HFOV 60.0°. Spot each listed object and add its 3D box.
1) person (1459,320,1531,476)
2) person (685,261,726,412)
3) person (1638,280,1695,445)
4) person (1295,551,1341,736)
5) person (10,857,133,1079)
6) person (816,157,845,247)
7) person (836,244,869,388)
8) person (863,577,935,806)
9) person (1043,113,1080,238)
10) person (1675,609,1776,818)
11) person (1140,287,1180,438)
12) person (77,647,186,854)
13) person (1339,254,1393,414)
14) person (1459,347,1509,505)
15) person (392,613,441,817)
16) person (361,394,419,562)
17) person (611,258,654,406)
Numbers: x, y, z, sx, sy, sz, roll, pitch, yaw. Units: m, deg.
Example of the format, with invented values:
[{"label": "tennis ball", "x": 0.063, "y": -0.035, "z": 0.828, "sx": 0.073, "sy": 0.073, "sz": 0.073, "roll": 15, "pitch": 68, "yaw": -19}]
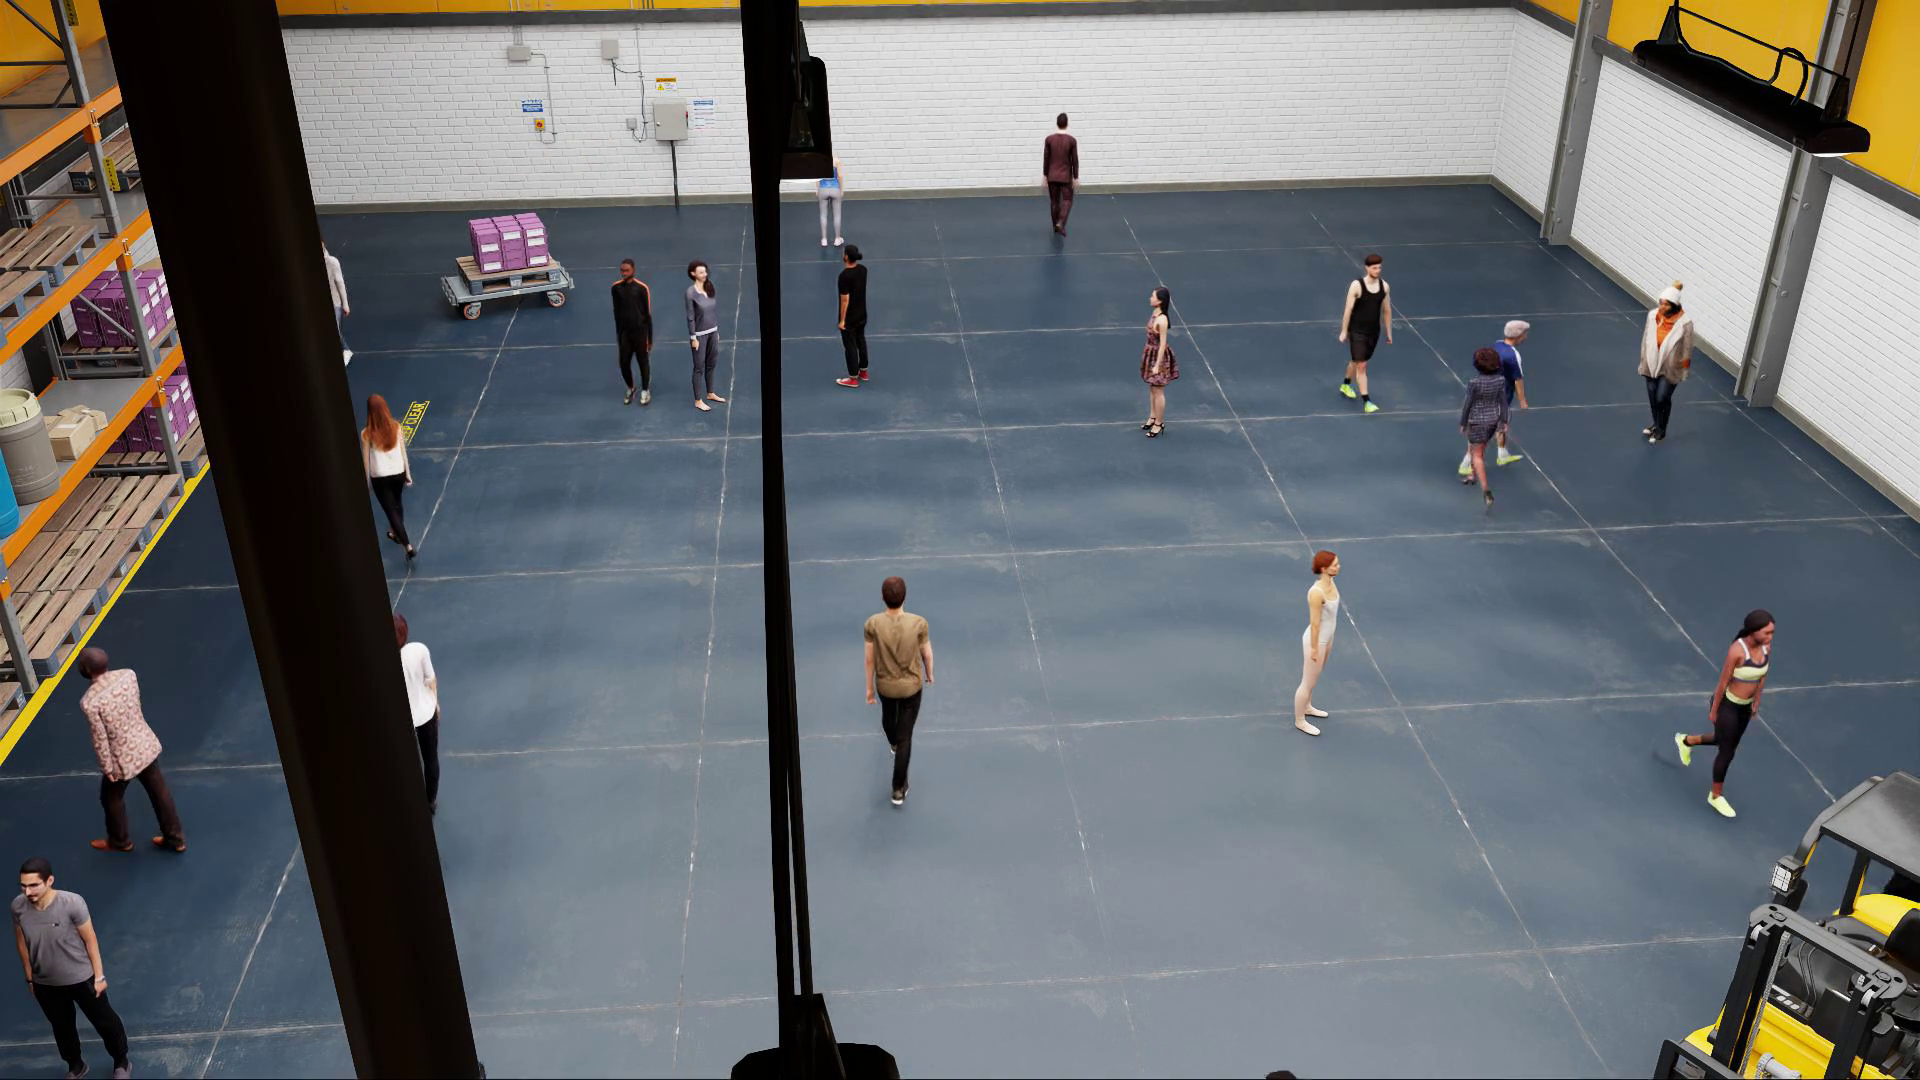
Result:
[{"label": "person", "x": 5.662, "y": -1.482, "z": 17.764, "sx": 0.759, "sy": 1.782, "sz": 0.969, "roll": -5, "pitch": 29, "yaw": -9}, {"label": "person", "x": -3.019, "y": -2.418, "z": 19.495, "sx": 0.751, "sy": 1.768, "sz": 0.656, "roll": 16, "pitch": 32, "yaw": 27}, {"label": "person", "x": 7.981, "y": -2.034, "z": 18.684, "sx": 0.931, "sy": 1.871, "sz": 0.866, "roll": -23, "pitch": 36, "yaw": -36}, {"label": "person", "x": 2.941, "y": 0.815, "z": 13.700, "sx": 0.673, "sy": 1.642, "sz": 0.565, "roll": 13, "pitch": 31, "yaw": 22}, {"label": "person", "x": -5.482, "y": 2.658, "z": 10.202, "sx": 0.604, "sy": 1.755, "sz": 0.536, "roll": -3, "pitch": 29, "yaw": -5}, {"label": "person", "x": -1.939, "y": -5.168, "z": 24.701, "sx": 0.577, "sy": 1.610, "sz": 0.566, "roll": 0, "pitch": 29, "yaw": 0}, {"label": "person", "x": -1.285, "y": -2.717, "z": 20.053, "sx": 0.785, "sy": 1.759, "sz": 0.699, "roll": 16, "pitch": 33, "yaw": 27}, {"label": "person", "x": -0.479, "y": 1.193, "z": 12.840, "sx": 0.856, "sy": 1.803, "sz": 1.254, "roll": 4, "pitch": 29, "yaw": 7}, {"label": "person", "x": 1.501, "y": -5.446, "z": 24.960, "sx": 0.883, "sy": 1.851, "sz": 1.055, "roll": 6, "pitch": 29, "yaw": 12}, {"label": "person", "x": 5.878, "y": 1.250, "z": 12.809, "sx": 0.752, "sy": 1.732, "sz": 1.042, "roll": -11, "pitch": 30, "yaw": -19}, {"label": "person", "x": 2.212, "y": -2.013, "z": 18.748, "sx": 0.701, "sy": 1.774, "sz": 0.581, "roll": -3, "pitch": 29, "yaw": -5}, {"label": "person", "x": -6.012, "y": 1.576, "z": 12.157, "sx": 0.992, "sy": 1.782, "sz": 0.995, "roll": 11, "pitch": 30, "yaw": 19}, {"label": "person", "x": 4.707, "y": -2.463, "z": 19.503, "sx": 0.871, "sy": 1.839, "sz": 1.216, "roll": -8, "pitch": 30, "yaw": -15}, {"label": "person", "x": 5.452, "y": -1.148, "z": 17.279, "sx": 0.749, "sy": 1.660, "sz": 1.028, "roll": -4, "pitch": 29, "yaw": -7}, {"label": "person", "x": -4.086, "y": 1.385, "z": 12.506, "sx": 0.724, "sy": 1.785, "sz": 0.767, "roll": -15, "pitch": 32, "yaw": -25}, {"label": "person", "x": -5.539, "y": -0.582, "z": 16.209, "sx": 0.971, "sy": 1.692, "sz": 1.133, "roll": -22, "pitch": 35, "yaw": -34}, {"label": "person", "x": -3.795, "y": -2.469, "z": 19.563, "sx": 0.672, "sy": 1.793, "sz": 0.680, "roll": 2, "pitch": 29, "yaw": 3}]
